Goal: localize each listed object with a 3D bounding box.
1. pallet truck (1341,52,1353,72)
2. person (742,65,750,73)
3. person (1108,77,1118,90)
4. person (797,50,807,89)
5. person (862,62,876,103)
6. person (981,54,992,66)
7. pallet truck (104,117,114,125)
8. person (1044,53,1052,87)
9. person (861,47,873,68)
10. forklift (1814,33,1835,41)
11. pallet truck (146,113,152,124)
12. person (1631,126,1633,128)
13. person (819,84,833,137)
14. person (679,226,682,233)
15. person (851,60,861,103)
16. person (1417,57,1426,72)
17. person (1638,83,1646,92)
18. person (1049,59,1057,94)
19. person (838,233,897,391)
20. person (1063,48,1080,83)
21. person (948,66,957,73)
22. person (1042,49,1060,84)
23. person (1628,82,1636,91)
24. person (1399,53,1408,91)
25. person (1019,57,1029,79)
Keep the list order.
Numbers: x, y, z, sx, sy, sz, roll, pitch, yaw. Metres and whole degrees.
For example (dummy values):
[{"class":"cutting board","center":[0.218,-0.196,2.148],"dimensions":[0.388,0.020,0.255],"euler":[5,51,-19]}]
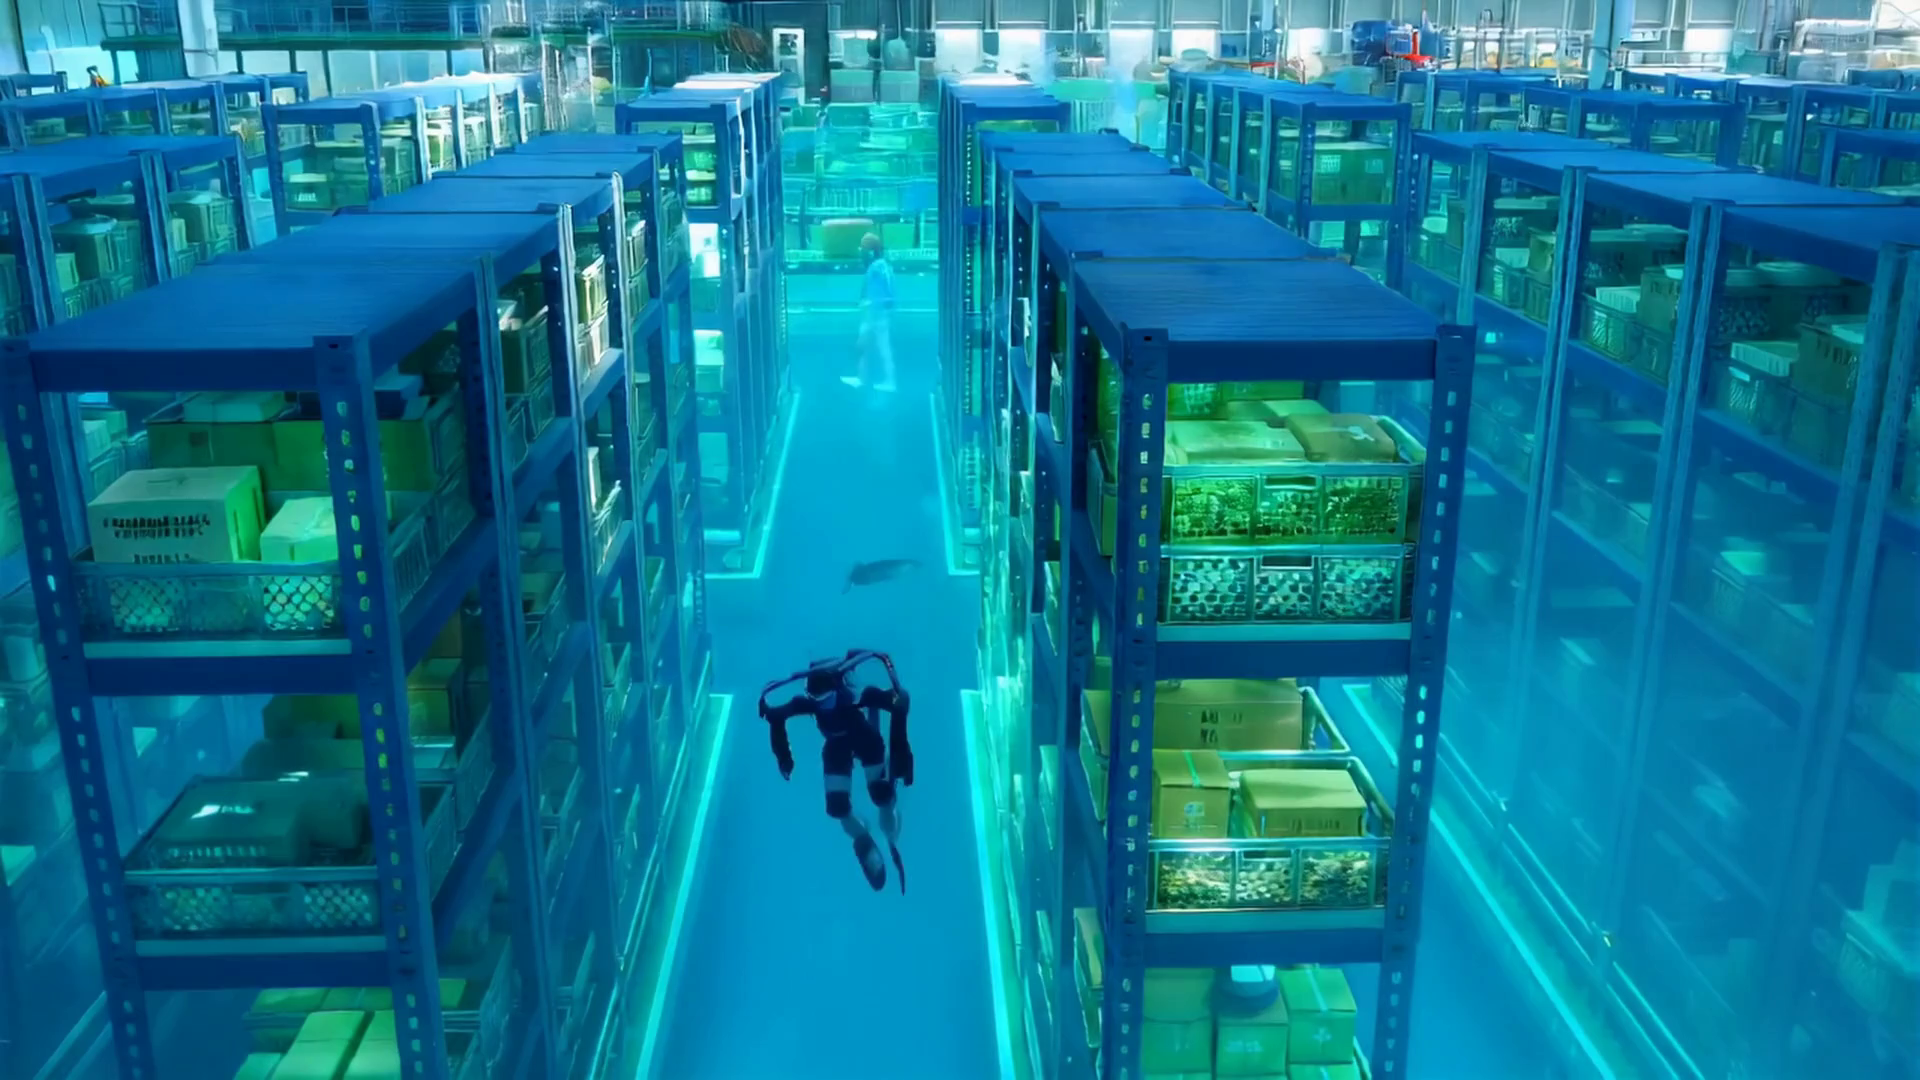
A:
[{"class":"pallet truck","center":[18.794,-23.123,82.231],"dimensions":[0.823,1.965,1.885],"euler":[-13,22,-35]},{"class":"person","center":[-8.481,-17.814,65.911],"dimensions":[0.362,1.928,0.593],"euler":[11,21,31]},{"class":"person","center":[5.056,-14.380,55.272],"dimensions":[0.377,1.936,0.549],"euler":[7,19,19]},{"class":"person","center":[-8.175,-24.367,86.157],"dimensions":[0.380,1.950,0.602],"euler":[10,20,27]},{"class":"person","center":[-3.843,-19.288,70.537],"dimensions":[0.632,1.894,0.935],"euler":[-14,22,-36]},{"class":"person","center":[1.391,-23.613,84.027],"dimensions":[0.654,1.821,0.549],"euler":[-9,20,-27]},{"class":"pallet truck","center":[-18.367,-7.885,35.078],"dimensions":[1.885,1.965,0.823],"euler":[1,18,2]},{"class":"person","center":[4.652,-24.758,87.675],"dimensions":[0.390,1.748,0.555],"euler":[-4,18,-12]},{"class":"person","center":[-5.114,-26.411,92.480],"dimensions":[0.649,1.946,0.977],"euler":[7,19,22]},{"class":"forklift","center":[44.096,-24.547,85.225],"dimensions":[1.129,2.768,1.873],"euler":[7,19,21]},{"class":"pallet truck","center":[-18.087,-8.309,36.390],"dimensions":[1.885,1.965,0.823],"euler":[-1,18,-4]},{"class":"person","center":[19.778,-12.203,48.918],"dimensions":[0.533,1.697,0.322],"euler":[16,24,40]},{"class":"person","center":[-4.584,-14.324,55.446],"dimensions":[0.895,1.716,0.520],"euler":[8,19,22]},{"class":"person","center":[-3.406,-3.035,20.184],"dimensions":[1.060,1.945,0.625],"euler":[4,18,11]},{"class":"person","center":[-4.316,-18.729,68.579],"dimensions":[0.390,2.034,0.605],"euler":[-13,22,-34]},{"class":"person","center":[21.782,-21.862,78.580],"dimensions":[0.429,1.844,0.627],"euler":[1,18,4]},{"class":"person","center":[32.827,-22.296,79.938],"dimensions":[0.511,1.840,0.339],"euler":[11,21,31]},{"class":"person","center":[4.179,-20.685,74.919],"dimensions":[0.387,1.858,0.538],"euler":[2,18,6]},{"class":"person","center":[-1.093,-2.588,18.989],"dimensions":[0.807,1.800,0.626],"euler":[1,18,4]},{"class":"person","center":[6.247,-26.548,93.016],"dimensions":[0.933,1.893,0.599],"euler":[9,20,25]},{"class":"person","center":[-0.377,-16.963,63.099],"dimensions":[0.945,2.000,0.677],"euler":[4,18,12]},{"class":"person","center":[5.035,-26.114,91.667],"dimensions":[0.988,1.896,0.535],"euler":[4,18,12]},{"class":"person","center":[26.047,-17.482,64.869],"dimensions":[0.545,1.939,0.373],"euler":[-1,18,-2]},{"class":"person","center":[22.439,-23.676,84.126],"dimensions":[0.355,1.883,0.576],"euler":[-7,19,-20]},{"class":"person","center":[3.274,-23.952,85.330],"dimensions":[0.541,1.673,0.757],"euler":[-4,18,-12]}]
